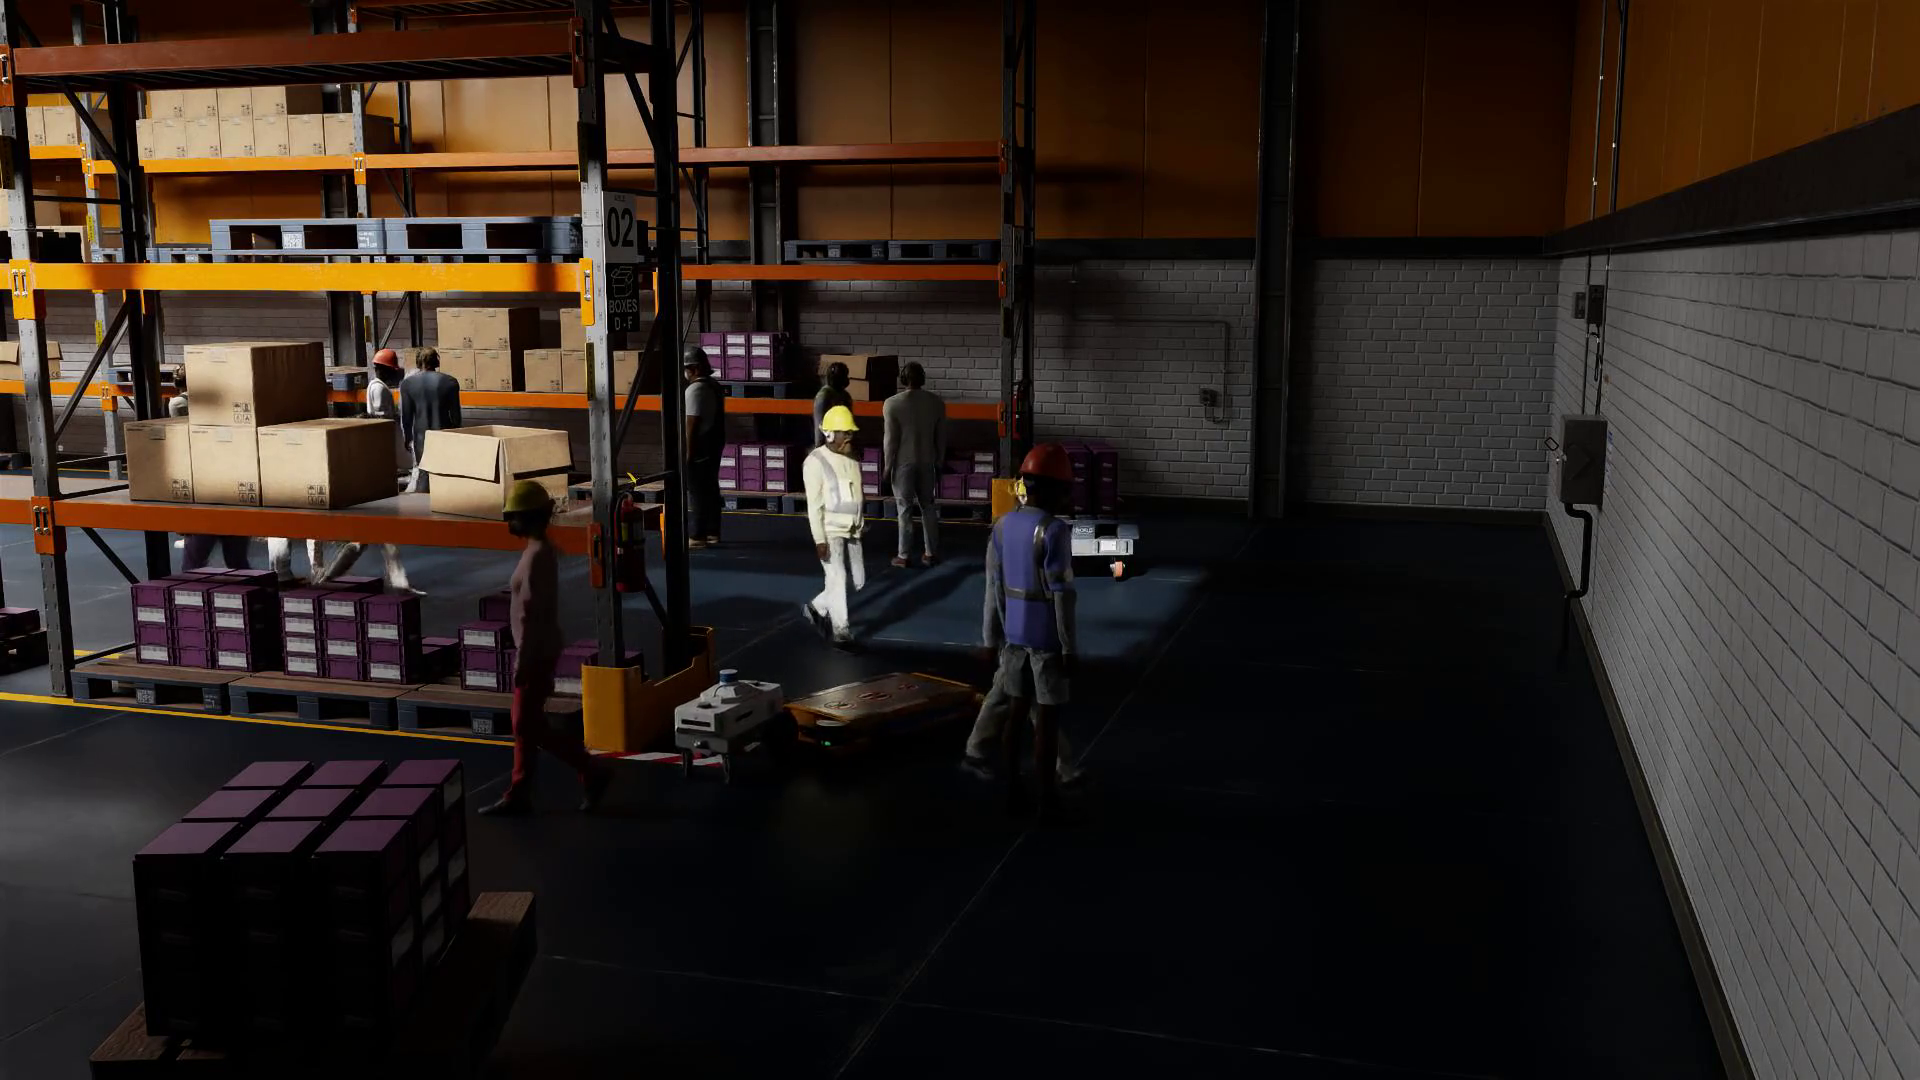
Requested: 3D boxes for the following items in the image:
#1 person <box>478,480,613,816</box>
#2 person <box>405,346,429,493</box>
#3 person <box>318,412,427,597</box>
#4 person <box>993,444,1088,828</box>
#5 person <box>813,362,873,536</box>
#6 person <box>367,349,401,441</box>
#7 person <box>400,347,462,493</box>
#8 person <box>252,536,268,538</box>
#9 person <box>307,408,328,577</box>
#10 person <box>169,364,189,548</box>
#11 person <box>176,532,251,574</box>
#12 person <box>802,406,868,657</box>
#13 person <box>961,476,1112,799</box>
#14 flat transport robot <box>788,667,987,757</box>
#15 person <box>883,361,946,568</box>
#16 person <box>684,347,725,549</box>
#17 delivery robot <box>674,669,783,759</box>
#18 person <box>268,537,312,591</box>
[{"bbox_3d":[-2.131,0.564,8.410,0.654,1.744,0.549,-2,9,-10],"label":"person"},{"bbox_3d":[-6.123,-1.253,19.000,0.438,1.914,0.653,-4,10,-24],"label":"person"},{"bbox_3d":[-5.017,-0.281,14.015,0.840,1.606,0.512,-3,10,-20],"label":"person"},{"bbox_3d":[0.412,0.479,8.403,0.373,1.928,0.543,-7,12,-37],"label":"person"},{"bbox_3d":[-1.178,-0.947,17.456,0.816,1.815,0.630,3,10,17],"label":"person"},{"bbox_3d":[-6.225,-1.106,18.064,0.380,1.925,0.551,-4,10,-22],"label":"person"},{"bbox_3d":[-5.803,-1.150,18.297,0.628,1.940,0.377,-3,10,-18],"label":"person"},{"bbox_3d":[-7.085,-0.880,17.031,0.463,1.824,0.798,-3,10,-19],"label":"person"},{"bbox_3d":[-5.987,-0.637,15.022,0.611,1.987,0.392,-5,11,-28],"label":"person"},{"bbox_3d":[-7.720,-0.839,16.687,0.346,1.846,0.507,3,10,15],"label":"person"},{"bbox_3d":[-5.712,-0.201,12.785,0.724,1.855,0.401,-8,12,-41],"label":"person"},{"bbox_3d":[-0.918,-0.077,12.120,0.632,1.816,0.615,6,11,34],"label":"person"},{"bbox_3d":[0.390,0.474,8.909,0.972,1.766,0.600,5,11,29],"label":"person"},{"bbox_3d":[-0.466,1.025,10.108,0.652,0.197,1.431,9,13,43],"label":"flat transport robot"},{"bbox_3d":[-0.429,-0.704,15.582,0.635,1.936,0.354,-4,10,-25],"label":"person"},{"bbox_3d":[-2.636,-0.945,16.735,0.535,2.000,0.690,2,10,13],"label":"person"},{"bbox_3d":[-1.290,0.968,9.307,0.477,0.478,0.707,4,10,23],"label":"delivery robot"},{"bbox_3d":[-5.902,-0.497,14.479,0.339,1.883,0.584,-5,11,-30],"label":"person"}]
